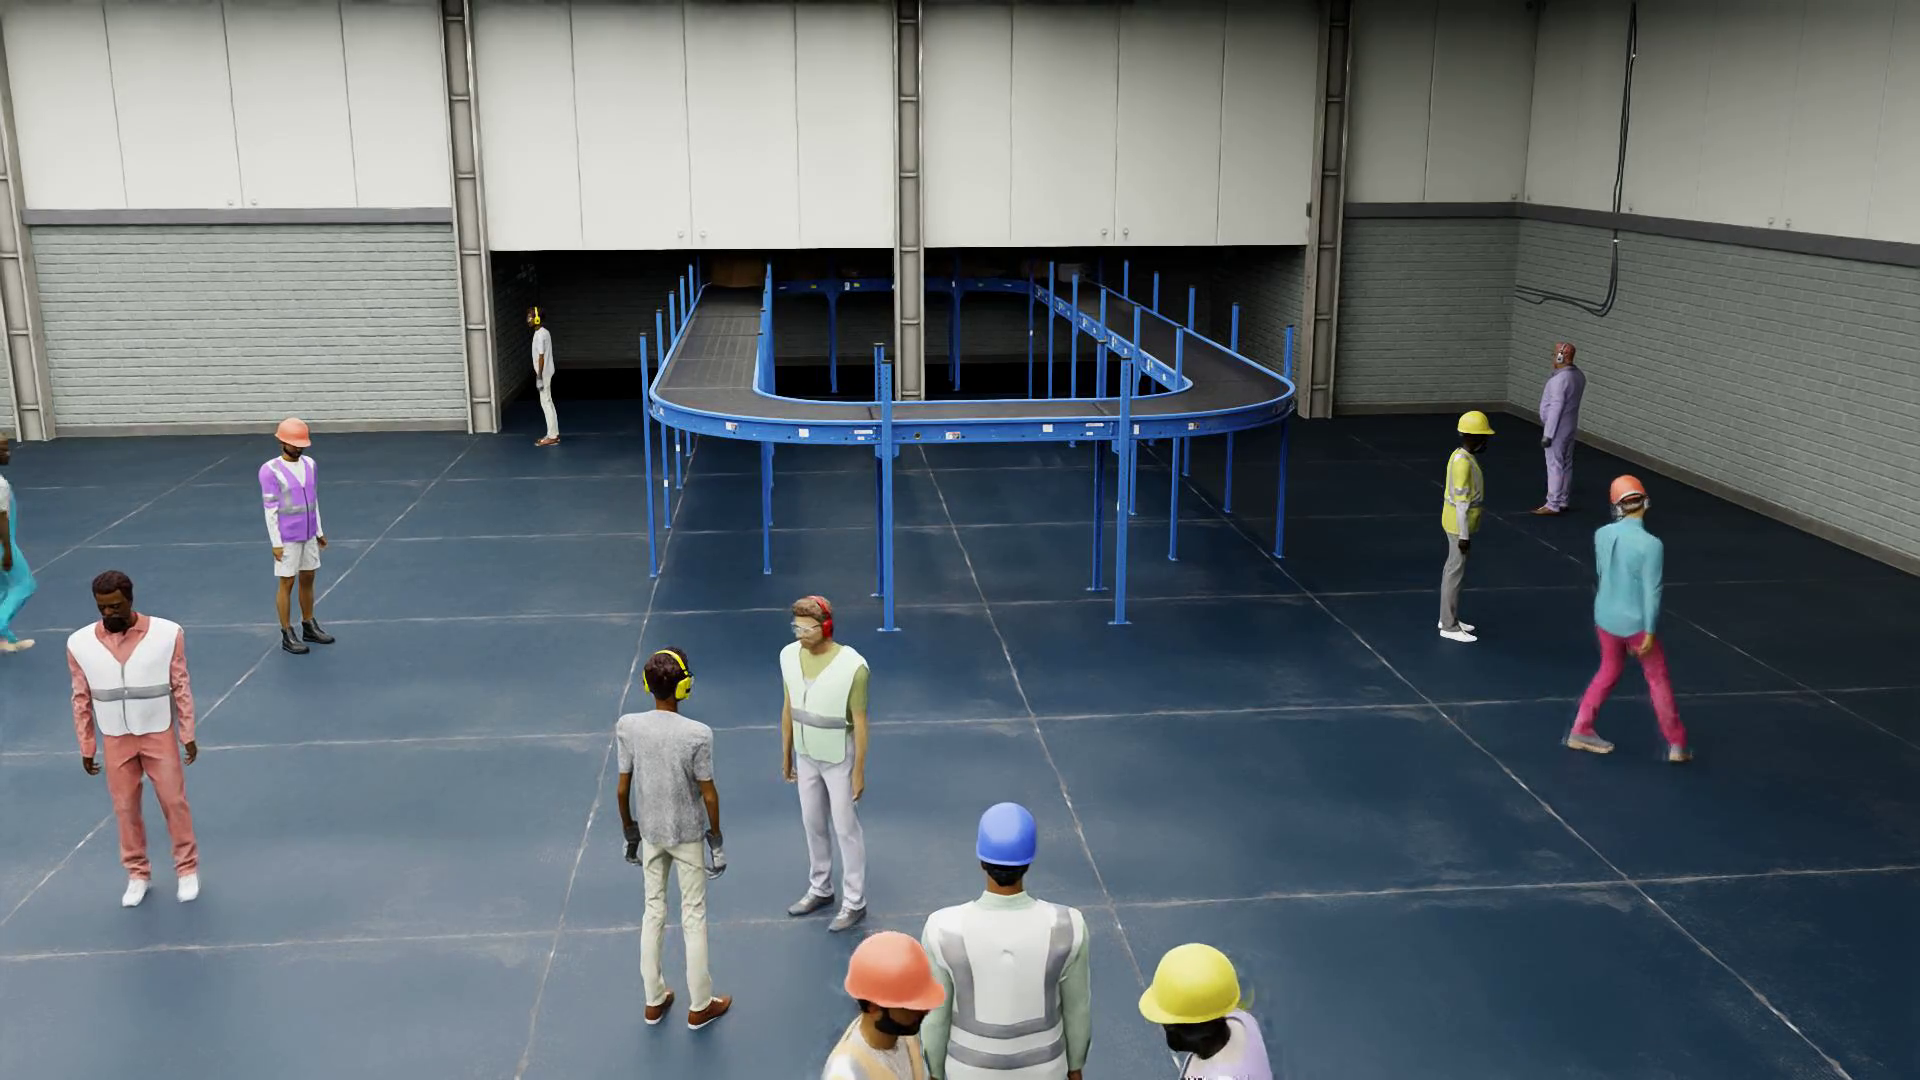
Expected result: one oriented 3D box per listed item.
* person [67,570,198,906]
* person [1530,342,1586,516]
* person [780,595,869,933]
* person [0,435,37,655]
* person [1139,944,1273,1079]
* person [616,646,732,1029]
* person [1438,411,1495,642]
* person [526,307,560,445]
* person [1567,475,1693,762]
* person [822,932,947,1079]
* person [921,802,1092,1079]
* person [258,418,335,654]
[{"bbox_3d":[-4.525,1.073,9.145,0.599,1.907,0.400,-4,15,-16],"label":"person"},{"bbox_3d":[6.572,-1.218,18.296,0.407,1.910,0.640,12,18,40],"label":"person"},{"bbox_3d":[-0.712,1.169,8.908,0.566,1.833,0.396,10,17,34],"label":"person"},{"bbox_3d":[-7.740,0.048,13.399,0.528,1.834,0.411,9,17,33],"label":"person"},{"bbox_3d":[0.706,2.084,5.107,0.731,1.891,0.621,4,15,16],"label":"person"},{"bbox_3d":[-1.355,1.406,7.875,0.532,1.870,0.315,4,15,14],"label":"person"},{"bbox_3d":[4.209,-0.125,13.882,0.369,1.928,0.586,4,15,15],"label":"person"},{"bbox_3d":[-5.608,-2.208,22.358,0.331,1.862,0.507,-2,14,-8],"label":"person"},{"bbox_3d":[4.574,0.541,11.205,0.710,1.932,0.684,-5,15,-19],"label":"person"},{"bbox_3d":[-0.196,2.073,5.168,0.999,1.881,0.569,3,14,14],"label":"person"},{"bbox_3d":[0.162,1.859,5.905,0.605,1.948,0.391,-1,14,-4],"label":"person"},{"bbox_3d":[-5.393,-0.045,13.567,0.380,1.927,0.542,6,15,24],"label":"person"}]
